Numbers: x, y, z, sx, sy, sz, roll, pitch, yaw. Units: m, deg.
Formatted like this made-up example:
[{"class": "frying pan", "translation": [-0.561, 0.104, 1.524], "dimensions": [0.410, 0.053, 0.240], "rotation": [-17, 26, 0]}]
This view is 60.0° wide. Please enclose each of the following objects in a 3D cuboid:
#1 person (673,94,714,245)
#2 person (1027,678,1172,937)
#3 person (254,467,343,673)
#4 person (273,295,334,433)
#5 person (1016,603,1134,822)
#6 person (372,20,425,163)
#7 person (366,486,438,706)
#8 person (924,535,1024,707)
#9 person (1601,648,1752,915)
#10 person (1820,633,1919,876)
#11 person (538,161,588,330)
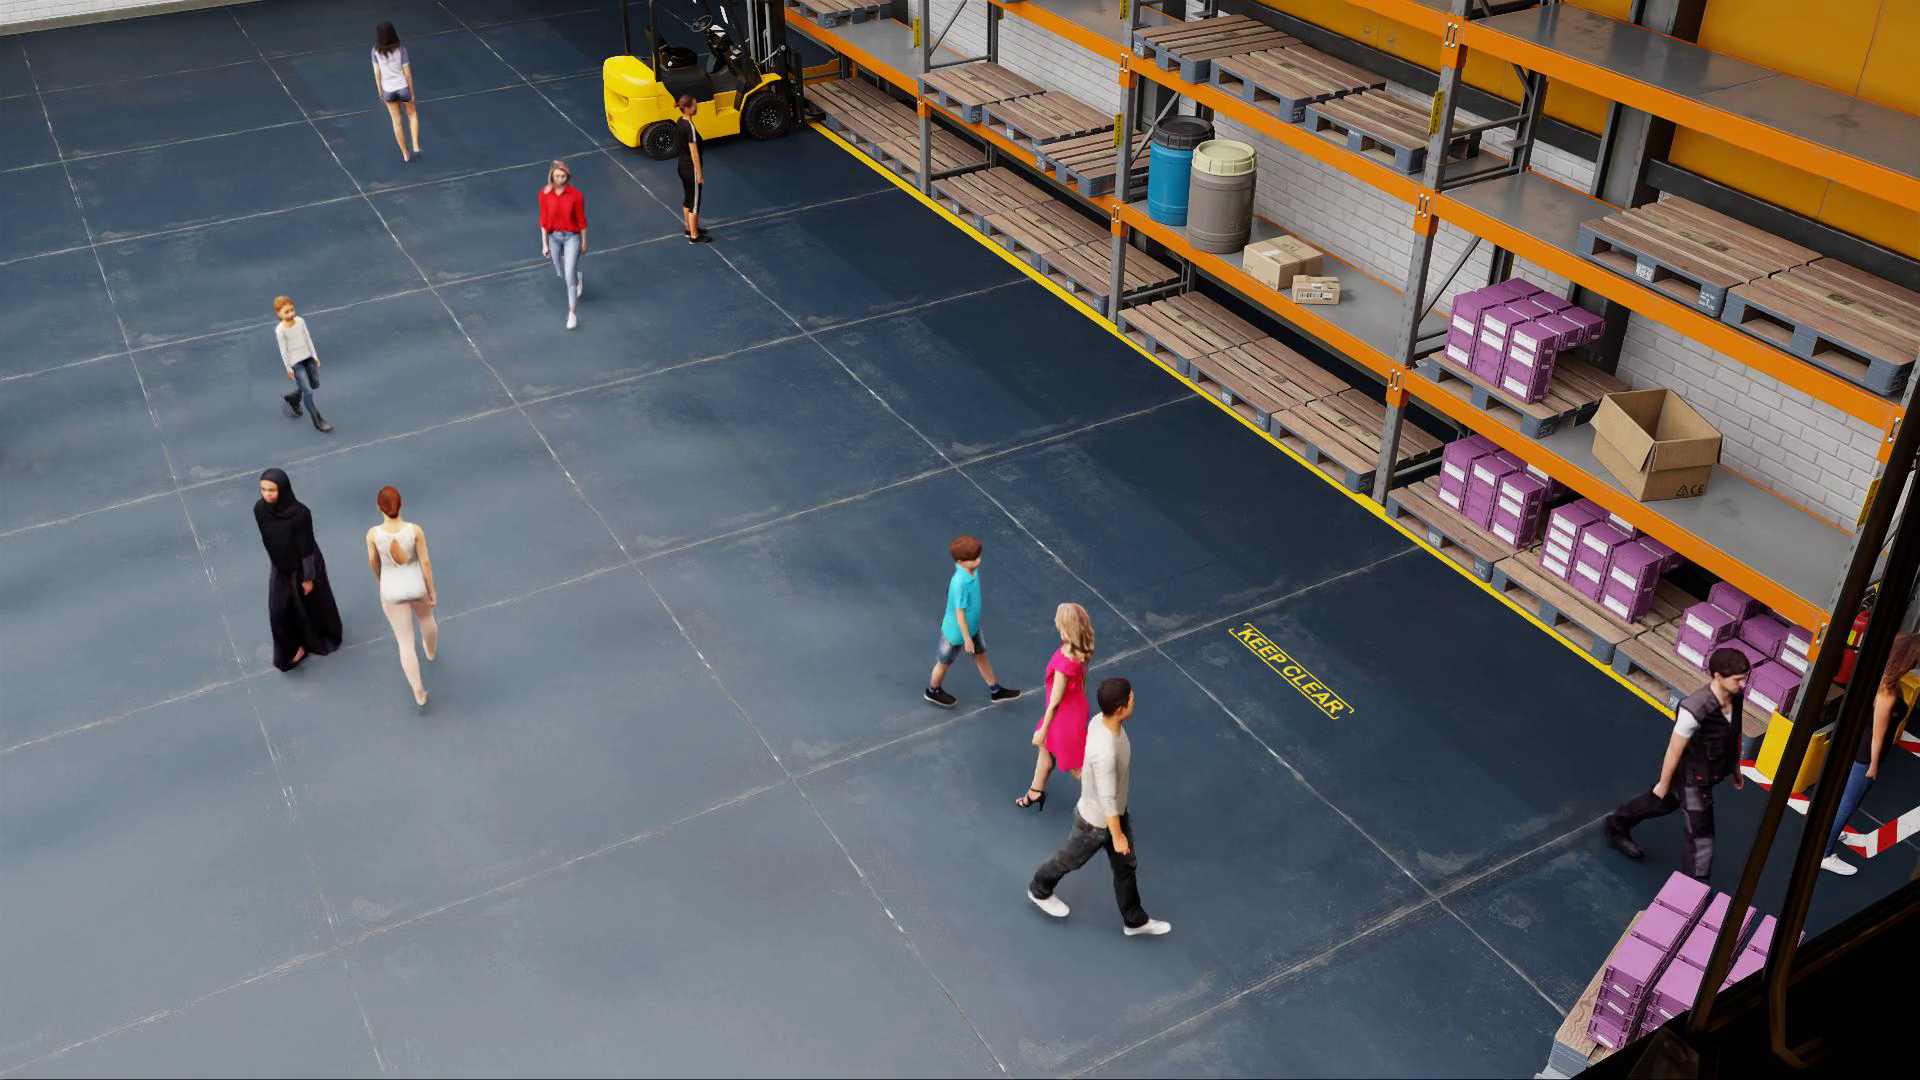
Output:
[{"class": "person", "translation": [-2.981, -4.101, 18.350], "dimensions": [0.655, 1.668, 0.472], "rotation": [-14, 36, -20]}, {"class": "person", "translation": [0.722, 1.583, 9.723], "dimensions": [1.232, 1.752, 1.151], "rotation": [11, 35, 16]}, {"class": "person", "translation": [-4.757, 0.129, 12.039], "dimensions": [0.877, 1.608, 0.956], "rotation": [6, 34, 9]}, {"class": "person", "translation": [-5.950, -1.600, 14.913], "dimensions": [0.839, 1.306, 0.714], "rotation": [16, 37, 22]}, {"class": "person", "translation": [0.759, 1.162, 10.413], "dimensions": [1.084, 1.688, 0.999], "rotation": [10, 35, 15]}, {"class": "person", "translation": [-6.901, -5.465, 20.352], "dimensions": [0.653, 1.723, 0.653], "rotation": [-8, 34, -12]}, {"class": "person", "translation": [-3.867, 0.408, 11.619], "dimensions": [0.648, 1.609, 1.065], "rotation": [-12, 35, -17]}, {"class": "person", "translation": [-0.058, 0.573, 11.545], "dimensions": [0.981, 1.415, 0.871], "rotation": [12, 35, 17]}, {"class": "person", "translation": [4.343, 1.350, 10.024], "dimensions": [0.788, 1.806, 1.224], "rotation": [-24, 40, -31]}, {"class": "person", "translation": [5.543, 1.274, 10.213], "dimensions": [0.728, 1.723, 0.672], "rotation": [9, 35, 13]}, {"class": "person", "translation": [-3.964, -3.023, 16.714], "dimensions": [0.938, 1.683, 1.117], "rotation": [0, 34, -1]}]
